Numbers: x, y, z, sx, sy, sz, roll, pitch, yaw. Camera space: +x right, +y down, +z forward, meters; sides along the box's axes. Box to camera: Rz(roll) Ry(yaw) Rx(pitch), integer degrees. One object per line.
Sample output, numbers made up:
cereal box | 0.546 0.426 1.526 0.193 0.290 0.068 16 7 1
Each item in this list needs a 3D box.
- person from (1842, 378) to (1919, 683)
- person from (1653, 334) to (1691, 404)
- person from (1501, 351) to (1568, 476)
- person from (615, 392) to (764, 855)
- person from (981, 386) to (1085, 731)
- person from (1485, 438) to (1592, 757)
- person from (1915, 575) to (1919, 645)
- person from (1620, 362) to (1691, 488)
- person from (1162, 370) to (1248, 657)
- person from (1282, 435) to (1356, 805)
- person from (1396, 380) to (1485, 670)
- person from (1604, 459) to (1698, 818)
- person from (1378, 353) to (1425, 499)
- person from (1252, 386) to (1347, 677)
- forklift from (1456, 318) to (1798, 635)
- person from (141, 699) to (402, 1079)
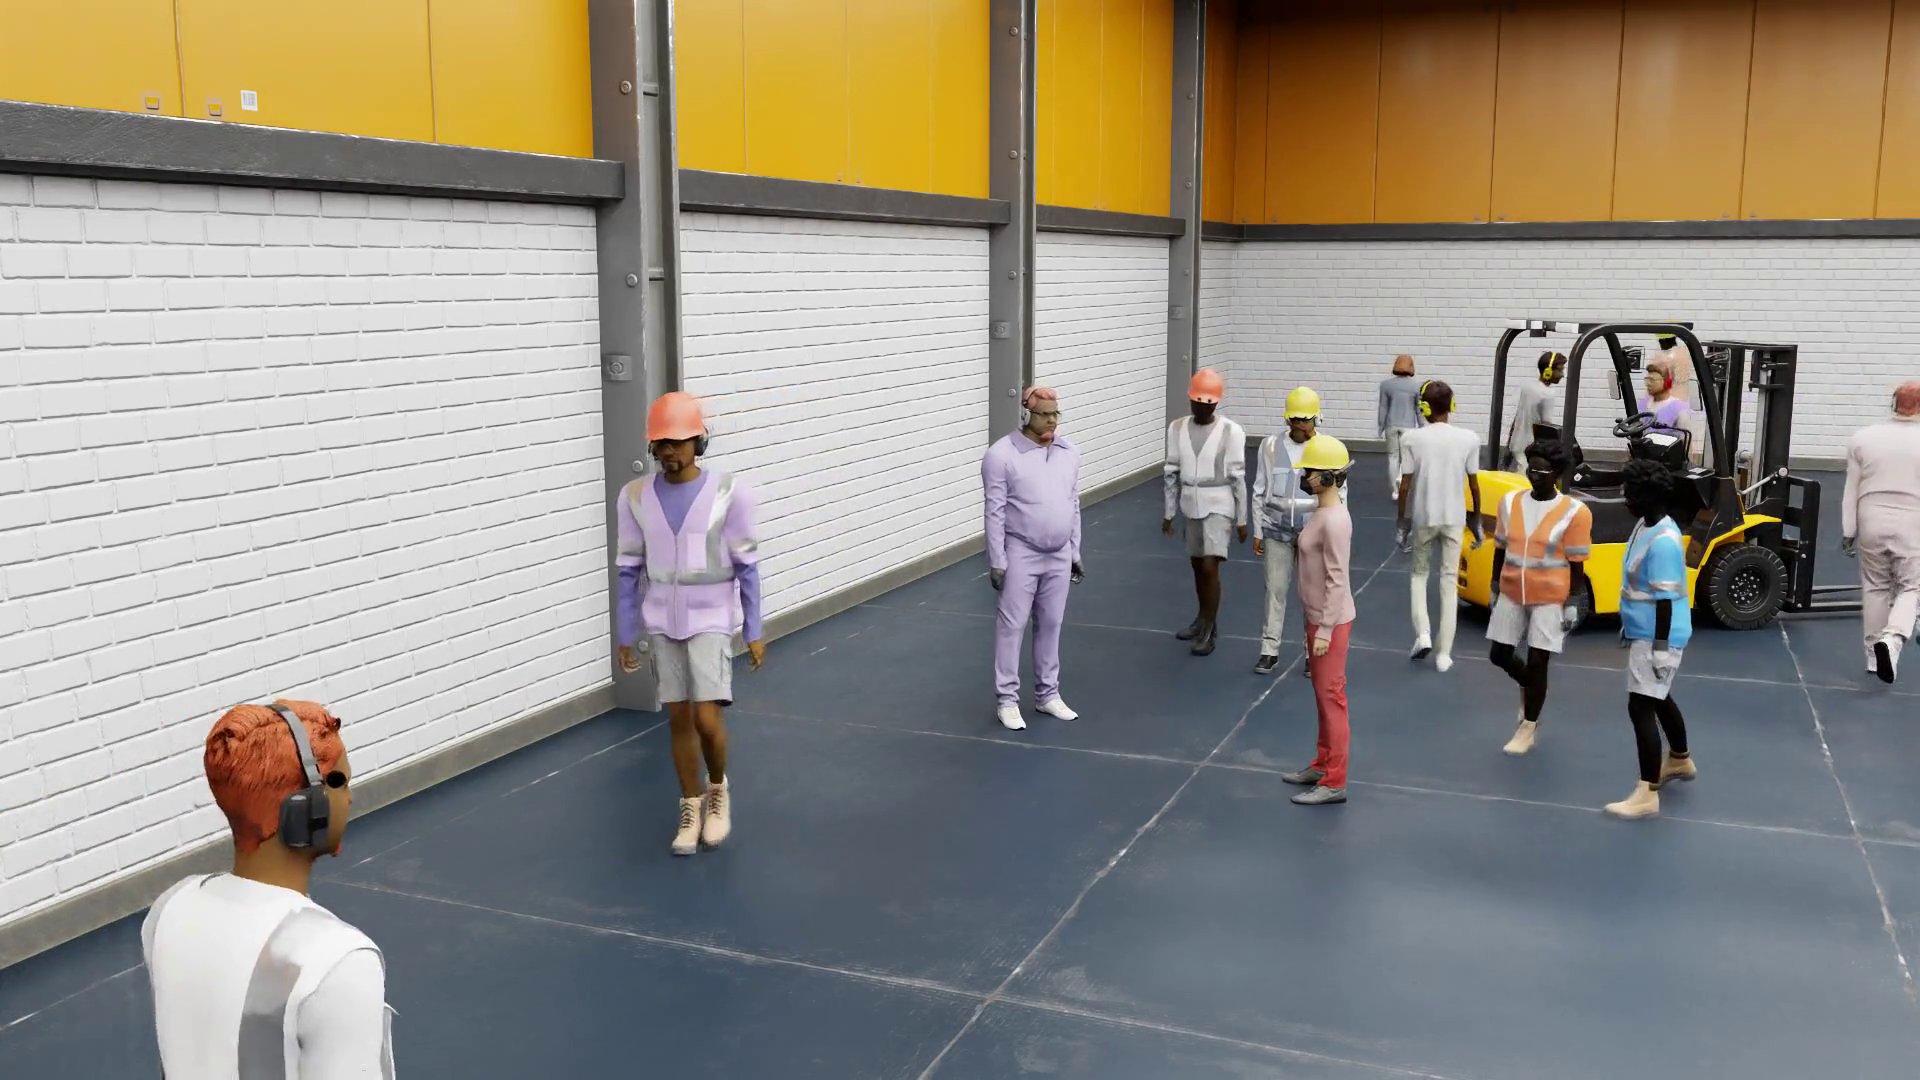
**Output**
person | 5.750 -0.047 10.221 0.656 1.886 0.738 9 13 42
person | 8.593 -1.667 20.095 0.630 1.905 0.361 -6 11 -33
person | 5.063 -0.742 14.599 0.835 1.814 0.559 0 9 -1
person | -1.184 0.377 7.187 0.646 2.028 0.425 2 10 12
person | 0.432 0.093 9.289 0.638 1.907 0.408 -6 11 -33
person | 3.058 0.290 8.749 0.468 1.679 0.541 -9 13 -43
person | 5.133 0.407 8.405 0.511 1.569 0.920 9 13 42
person | 5.723 -0.558 13.567 0.996 1.804 0.564 -2 10 -10
person | 1.648 -0.197 11.103 0.575 1.889 0.672 7 12 36
person | 1.727 0.381 7.960 0.315 1.770 0.524 1 9 6
person | 3.072 -0.095 10.612 0.556 1.846 0.434 2 10 14
person | 3.318 0.447 7.871 0.470 1.666 0.728 3 10 16
person | 4.796 -1.221 18.129 0.502 1.618 0.524 4 10 23
person | 2.108 -0.050 10.405 0.586 1.824 0.403 3 10 20
forklift | 4.706 -0.497 11.990 2.313 2.155 1.214 -2 10 -10
person | -1.085 1.182 2.785 0.612 1.870 0.414 7 11 35
